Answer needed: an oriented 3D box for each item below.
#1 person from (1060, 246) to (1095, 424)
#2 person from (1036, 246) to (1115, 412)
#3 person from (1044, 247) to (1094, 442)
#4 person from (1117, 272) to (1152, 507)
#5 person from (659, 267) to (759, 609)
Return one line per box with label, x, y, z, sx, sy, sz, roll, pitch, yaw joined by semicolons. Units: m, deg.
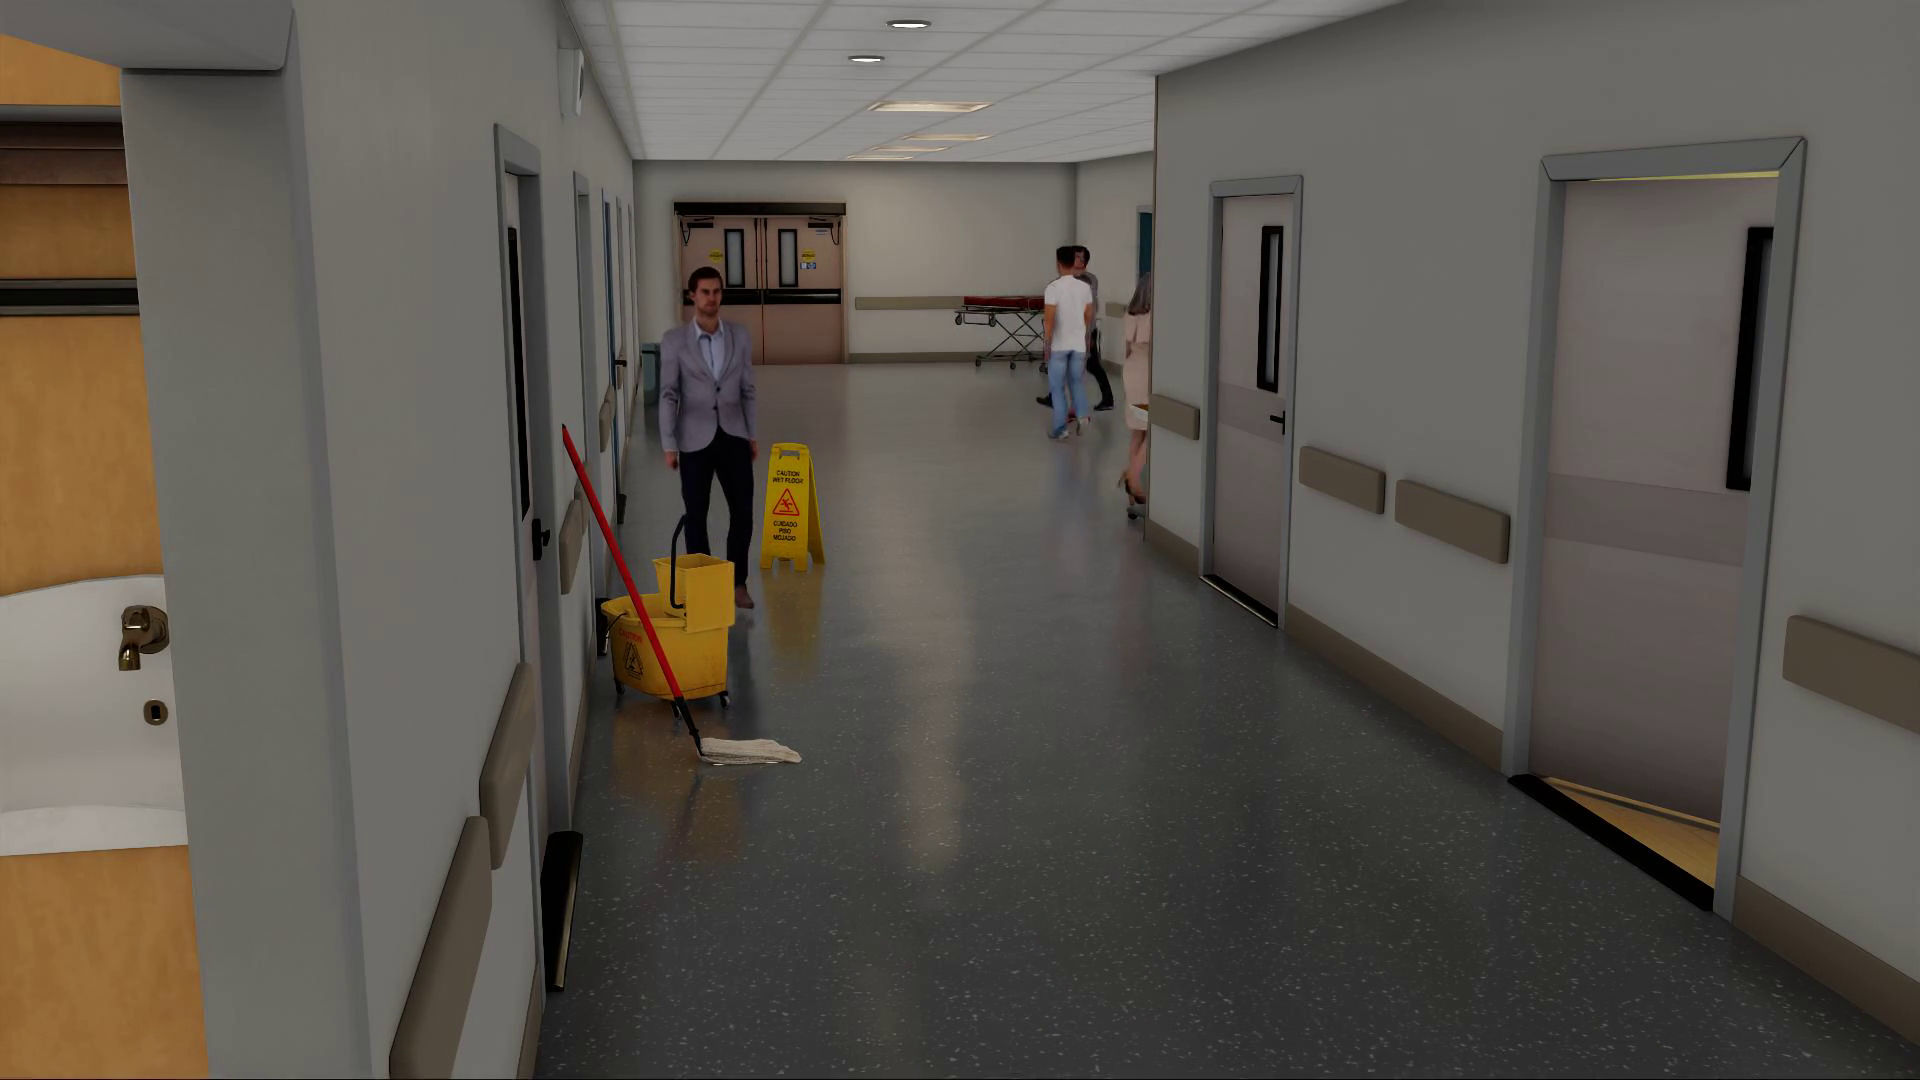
person;1.201;-2.176;17.582;0.731;1.851;0.718;-9;14;-38
person;1.389;-2.238;18.076;1.099;1.788;1.304;-10;15;-43
person;1.071;-1.850;15.877;0.768;1.846;0.832;-5;12;-23
person;1.288;-1.086;12.182;0.850;1.720;0.792;-10;15;-43
person;-1.371;-0.556;9.070;0.749;1.840;0.764;-4;11;-18
